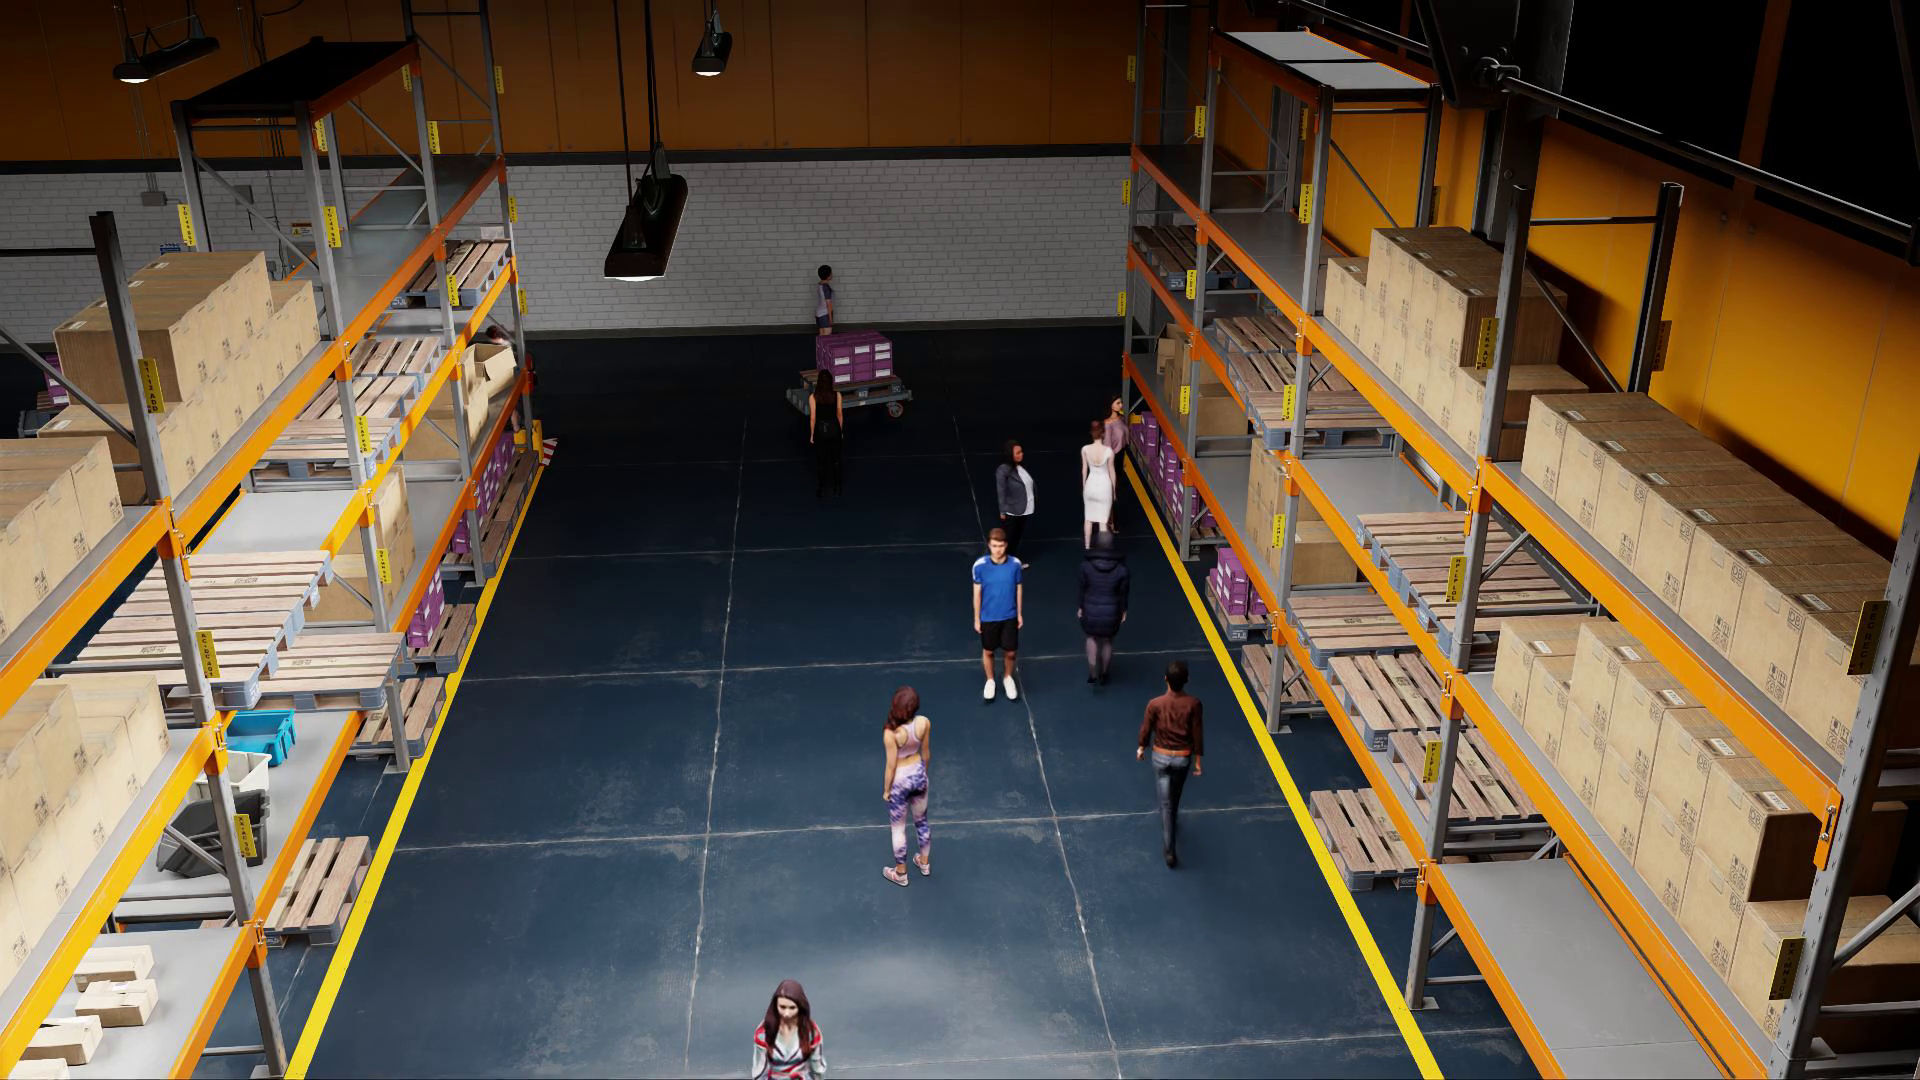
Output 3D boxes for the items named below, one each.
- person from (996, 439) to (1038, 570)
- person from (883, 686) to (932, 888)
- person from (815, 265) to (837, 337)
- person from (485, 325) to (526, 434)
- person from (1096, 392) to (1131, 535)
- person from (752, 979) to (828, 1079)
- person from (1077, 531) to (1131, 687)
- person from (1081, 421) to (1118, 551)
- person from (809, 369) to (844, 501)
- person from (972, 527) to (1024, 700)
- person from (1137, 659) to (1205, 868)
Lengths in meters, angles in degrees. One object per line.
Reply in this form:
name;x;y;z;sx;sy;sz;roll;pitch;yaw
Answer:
person;0.610;-0.379;18.885;0.853;1.597;0.769;12;26;26
person;-0.421;1.952;13.340;0.684;1.766;0.699;-15;28;-31
person;-2.127;-3.567;26.218;0.672;1.564;0.555;-10;25;-21
person;-6.188;-2.189;22.981;0.708;1.632;0.590;-1;24;-3
person;1.805;-0.891;19.786;0.755;1.812;0.666;14;27;30
person;-1.065;3.365;10.308;0.599;1.606;0.687;-2;24;-4
person;1.380;0.713;16.299;0.757;1.666;0.842;3;24;7
person;1.566;-0.528;18.980;0.639;1.792;0.644;11;26;23
person;-1.678;-1.340;20.969;0.638;1.688;0.613;-7;25;-17
person;0.373;0.705;16.088;0.665;1.849;0.657;-4;24;-8
person;1.740;1.855;13.589;0.711;1.745;1.047;-1;24;-1
